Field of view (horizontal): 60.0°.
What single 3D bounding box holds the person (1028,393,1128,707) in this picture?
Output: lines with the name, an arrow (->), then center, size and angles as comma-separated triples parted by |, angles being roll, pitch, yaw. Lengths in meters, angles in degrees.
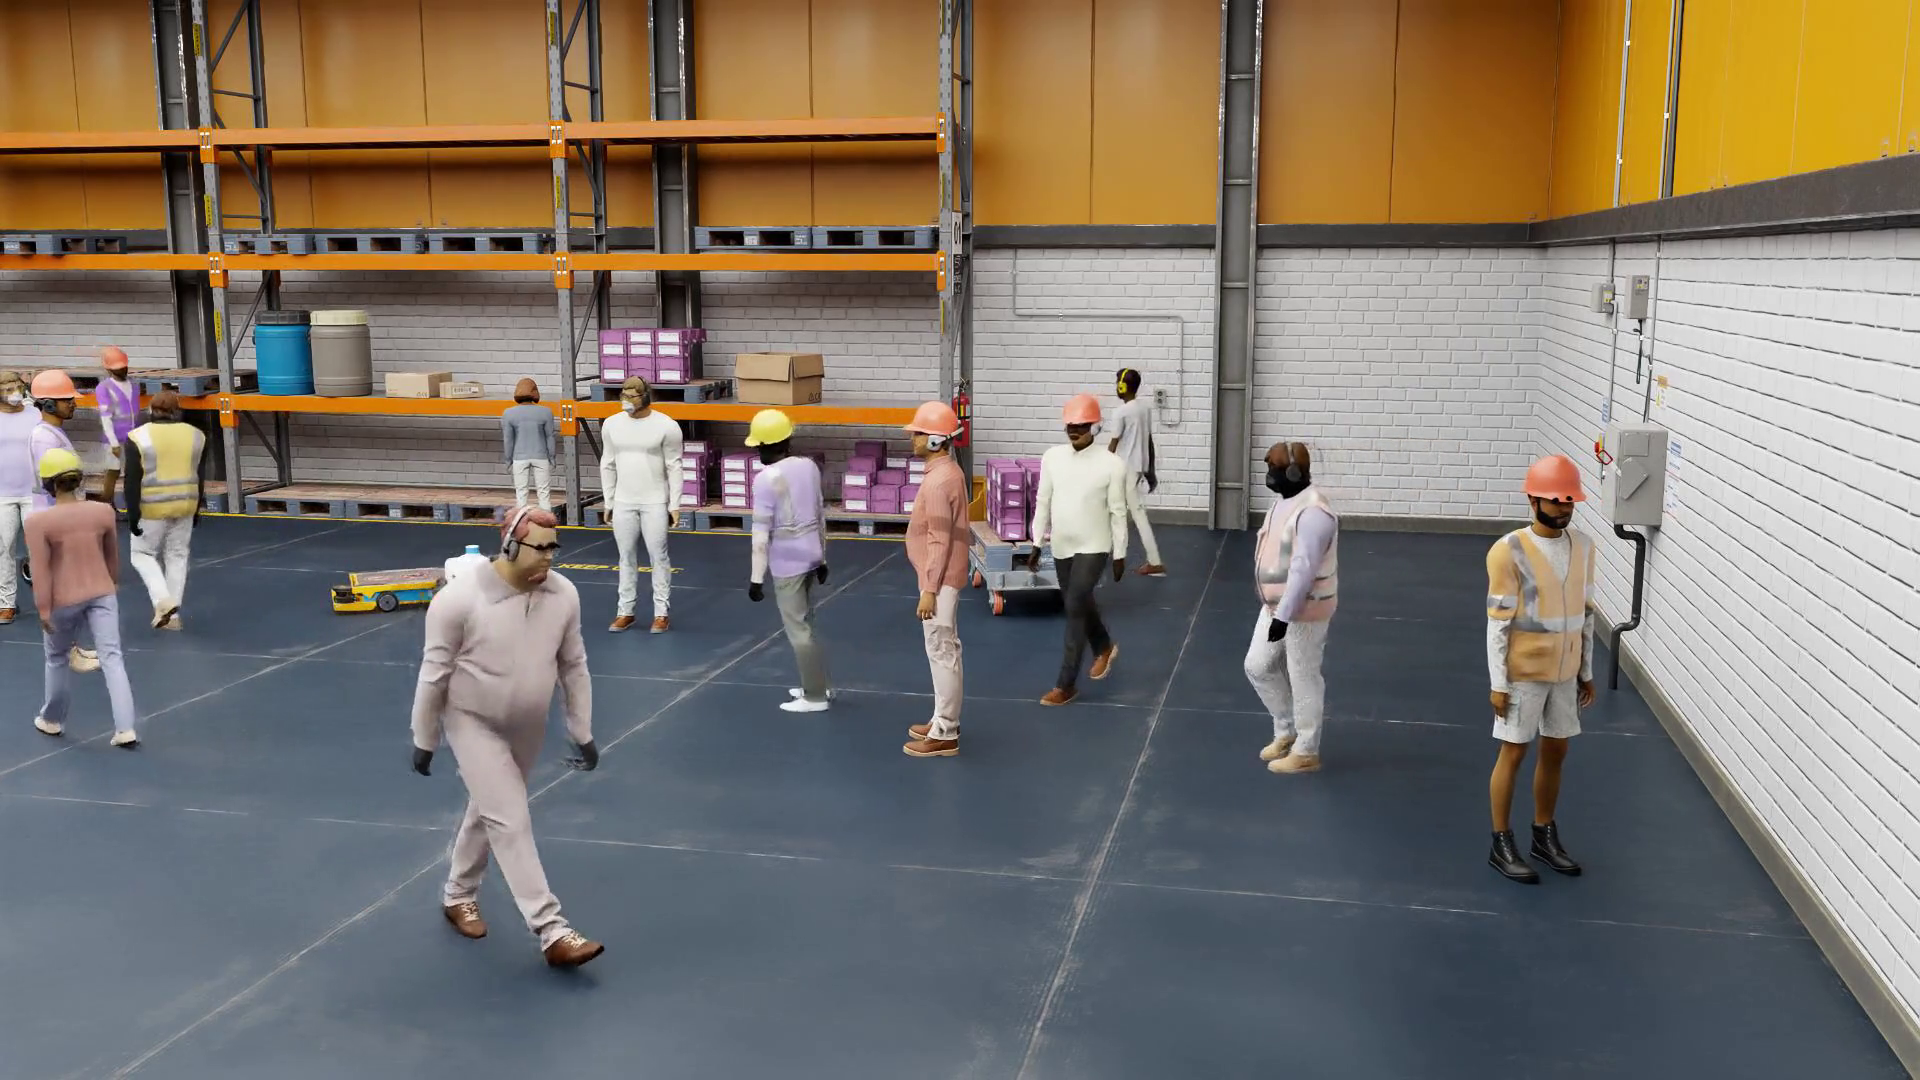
person -> 0.804, 0.023, 10.643 | 0.608, 1.959, 1.007 | 7, 12, 37

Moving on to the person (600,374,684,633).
person -> -2.367, -0.265, 12.388 | 0.628, 1.937, 0.378 | 2, 10, 10

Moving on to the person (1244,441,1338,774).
person -> 1.778, 0.375, 8.950 | 0.479, 1.820, 0.624 | -2, 10, -11

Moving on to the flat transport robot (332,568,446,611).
flat transport robot -> -4.337, 0.376, 13.511 | 1.431, 0.197, 0.652 | -4, 10, -21

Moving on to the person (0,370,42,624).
person -> -7.217, -0.328, 12.749 | 0.636, 1.939, 0.362 | -5, 11, -27

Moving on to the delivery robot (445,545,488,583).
delivery robot -> -3.782, 0.284, 12.939 | 0.477, 0.478, 0.707 | -5, 11, -26

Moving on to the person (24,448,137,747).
person -> -5.048, 0.329, 9.531 | 0.930, 1.715, 0.533 | 8, 13, 40

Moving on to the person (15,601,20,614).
person -> -7.544, -0.316, 12.754 | 0.418, 1.909, 0.553 | 9, 13, 44

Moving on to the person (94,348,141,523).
person -> -8.677, -1.067, 17.329 | 1.028, 1.862, 0.556 | 4, 10, 22

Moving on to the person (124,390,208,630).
person -> -5.931, -0.214, 12.451 | 0.465, 1.814, 0.632 | 8, 13, 40

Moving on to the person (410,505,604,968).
person -> -1.783, 0.766, 6.618 | 1.052, 1.824, 0.651 | 7, 12, 35

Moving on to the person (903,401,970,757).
person -> -0.131, 0.215, 9.360 | 0.375, 1.997, 0.612 | 1, 10, 6

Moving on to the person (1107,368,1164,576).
person -> 1.443, -0.609, 14.758 | 0.962, 1.816, 0.551 | 8, 12, 38

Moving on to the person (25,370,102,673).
person -> -6.048, -0.124, 11.231 | 0.370, 2.044, 0.608 | -5, 11, -29

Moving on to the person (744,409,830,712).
person -> -1.036, 0.139, 10.134 | 0.470, 1.889, 0.633 | 4, 11, 25

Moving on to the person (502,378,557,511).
person -> -4.194, -0.766, 16.246 | 0.498, 1.633, 0.278 | -2, 10, -11

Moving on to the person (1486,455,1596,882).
person -> 2.606, 0.577, 7.438 | 0.544, 1.932, 0.375 | -3, 10, -19

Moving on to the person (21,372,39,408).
person -> -9.398, -0.884, 16.922 | 0.309, 1.641, 0.515 | -6, 11, -31
